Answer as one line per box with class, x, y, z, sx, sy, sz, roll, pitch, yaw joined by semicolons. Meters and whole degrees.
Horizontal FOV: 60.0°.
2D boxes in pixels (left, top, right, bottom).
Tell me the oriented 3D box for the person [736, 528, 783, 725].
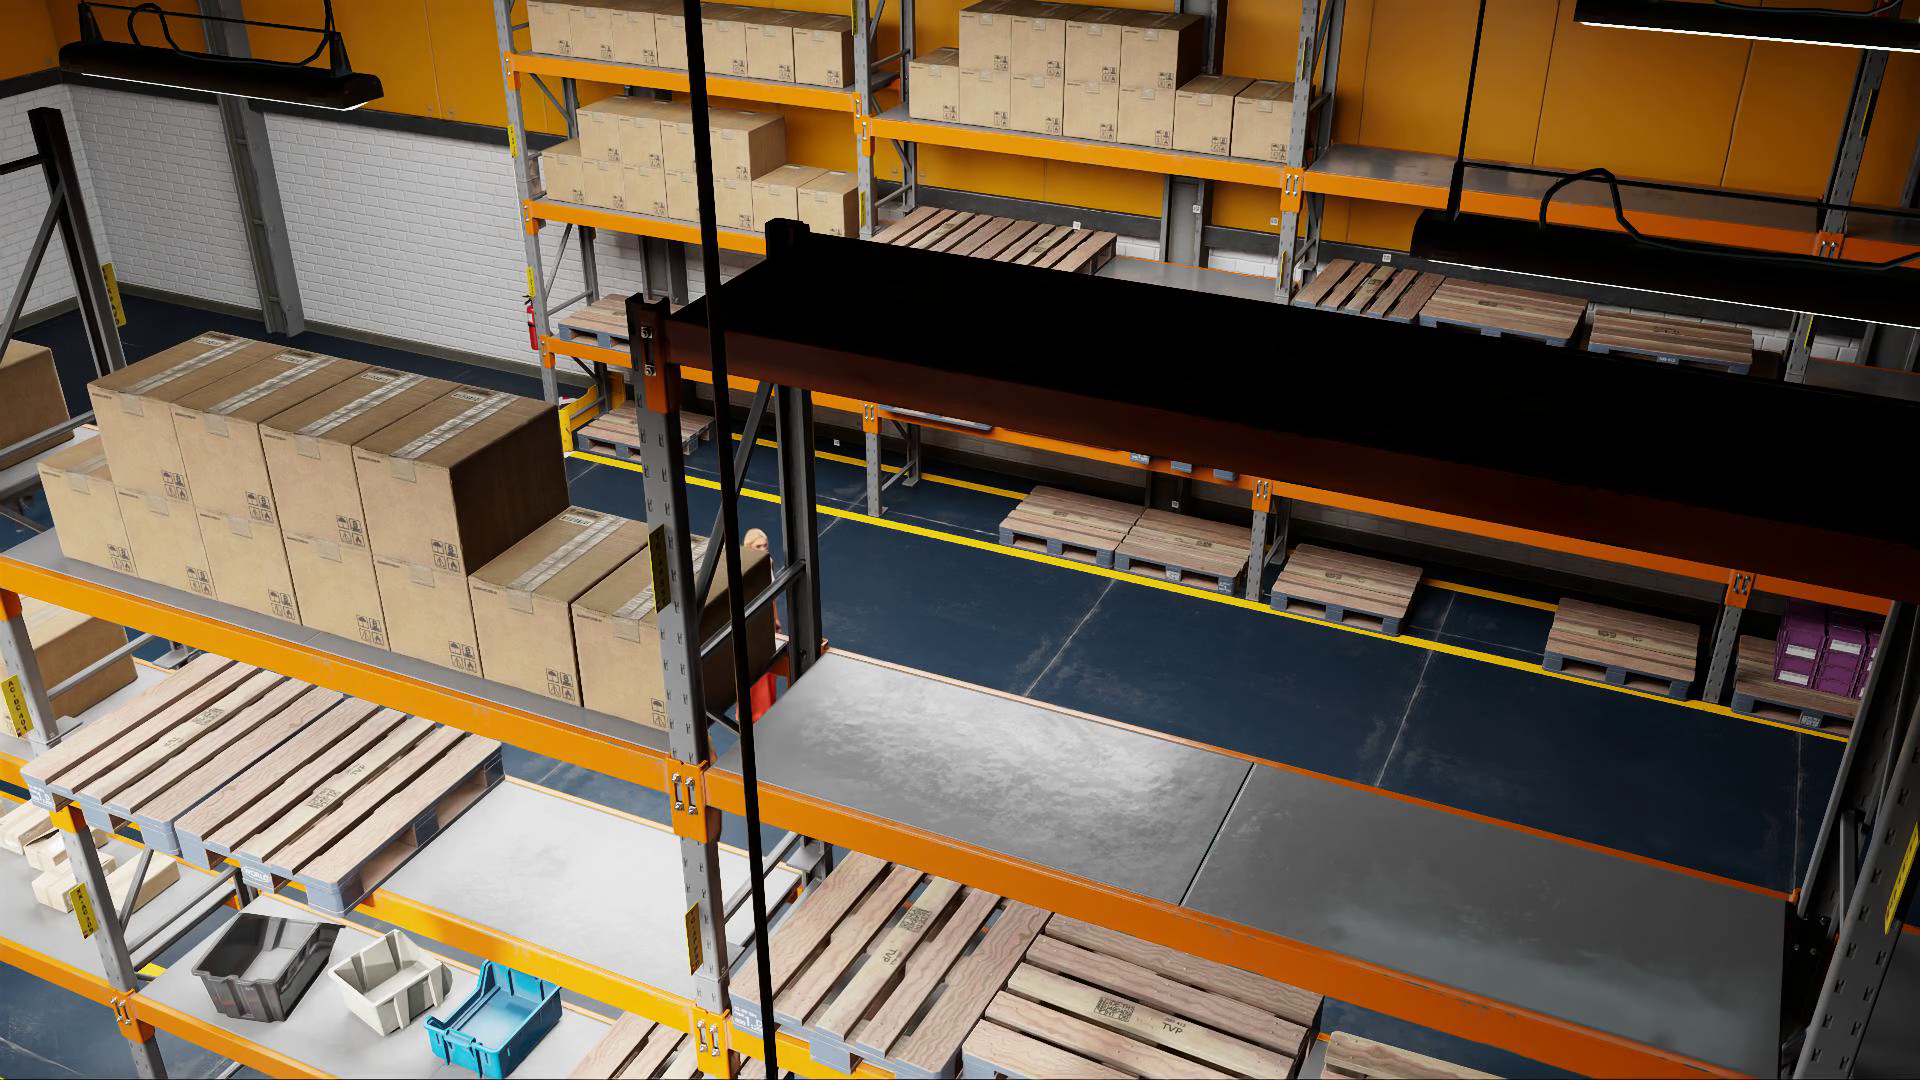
person;-1.642;0.711;13.428;0.574;1.803;0.619;13;31;23
